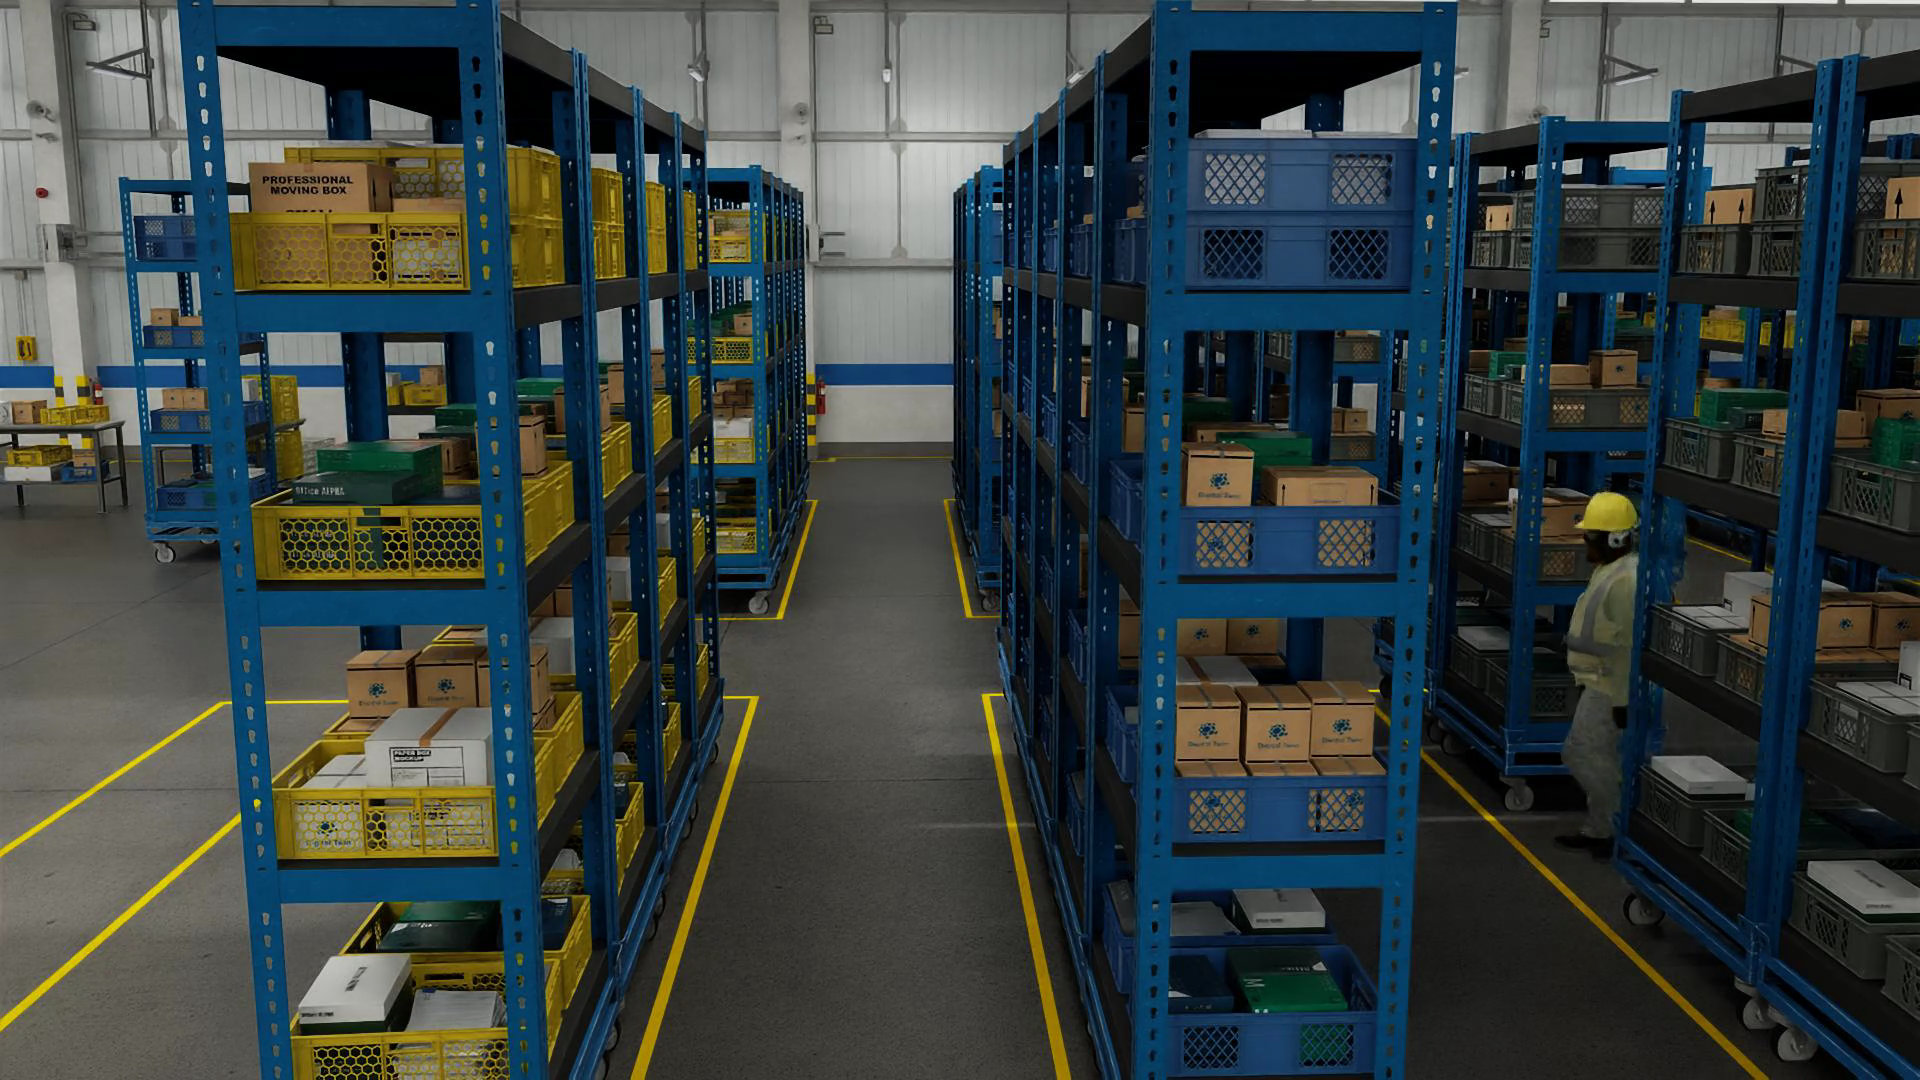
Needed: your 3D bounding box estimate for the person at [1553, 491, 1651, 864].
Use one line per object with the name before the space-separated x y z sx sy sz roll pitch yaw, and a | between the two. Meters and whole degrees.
person | 3.121 0.667 8.025 0.413 1.811 0.614 4 11 20
